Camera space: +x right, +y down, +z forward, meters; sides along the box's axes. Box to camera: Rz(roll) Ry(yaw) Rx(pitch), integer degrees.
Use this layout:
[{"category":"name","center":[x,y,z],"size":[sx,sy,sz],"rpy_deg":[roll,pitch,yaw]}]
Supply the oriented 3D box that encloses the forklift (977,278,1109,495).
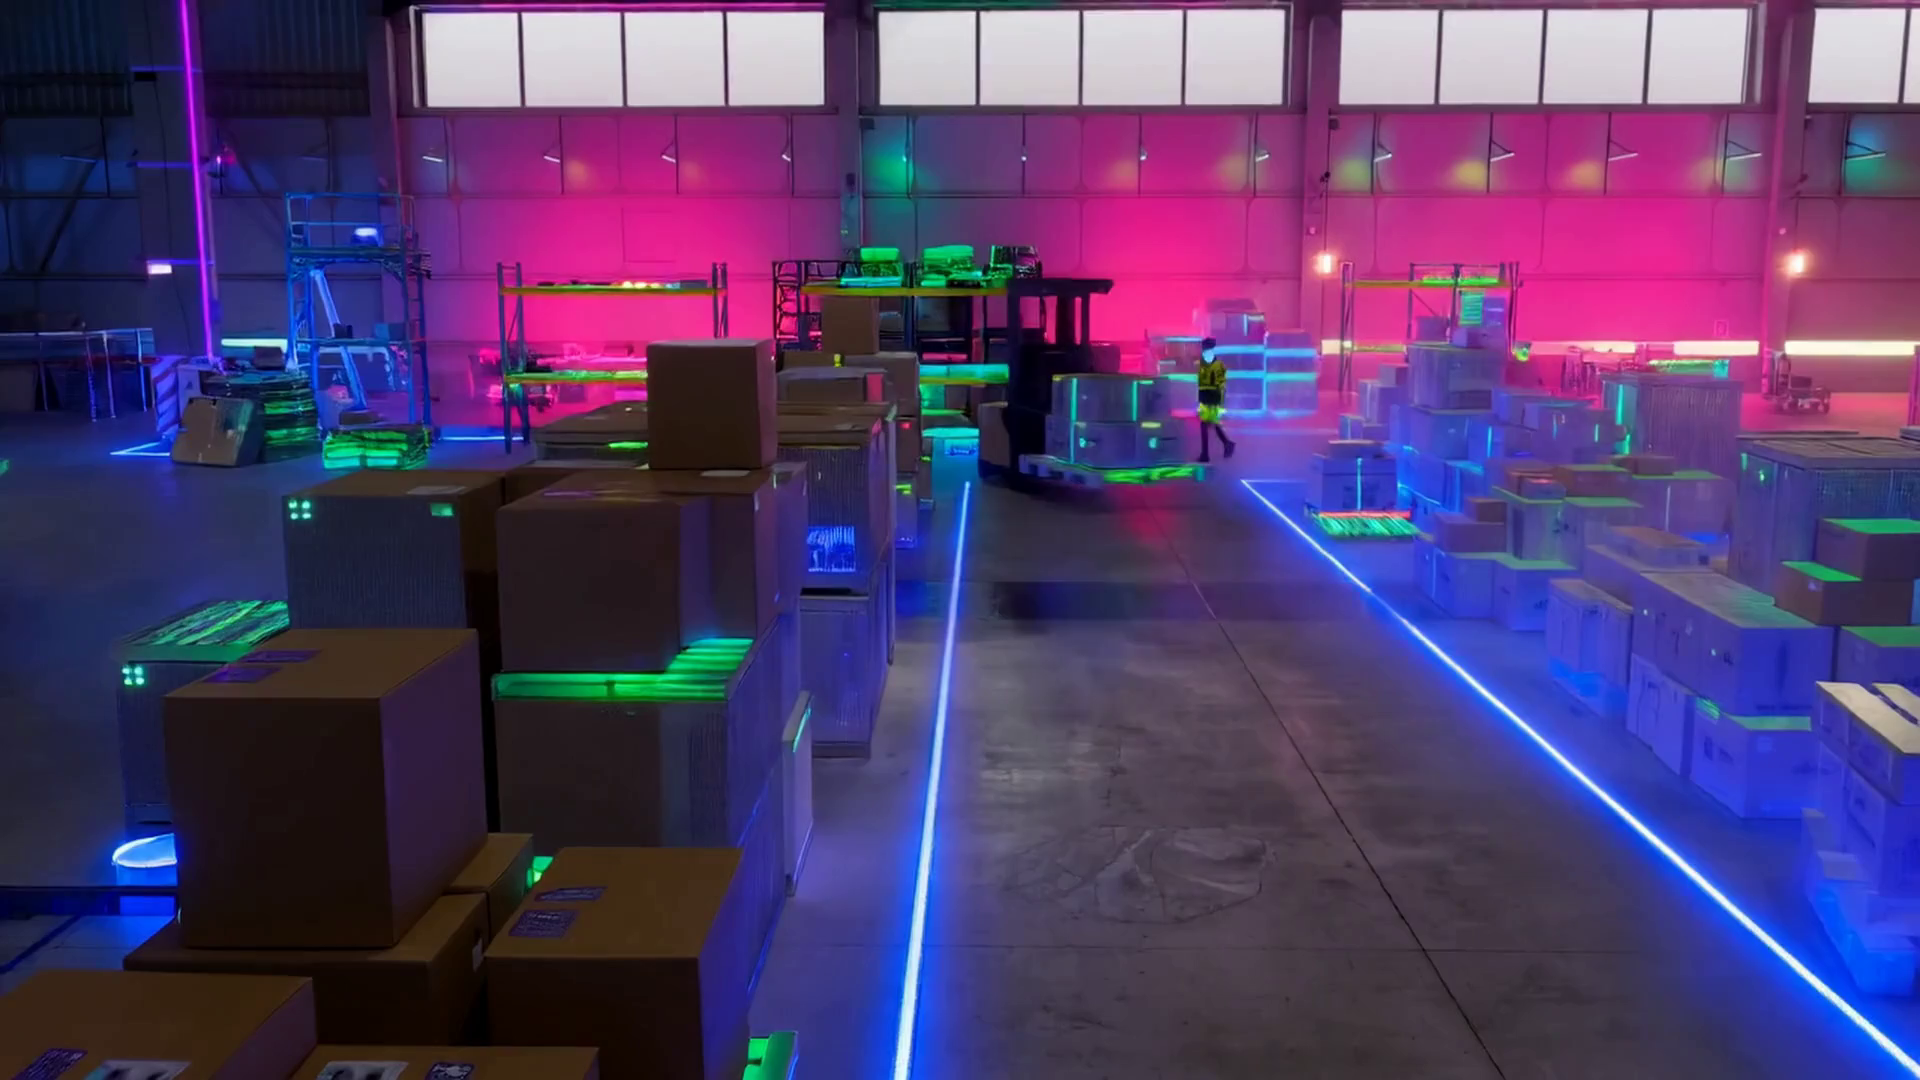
[{"category":"forklift","center":[1.072,-2.121,22.343],"size":[1.129,2.768,1.873],"rpy_deg":[-4,10,-24]}]

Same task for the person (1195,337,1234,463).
[{"category":"person","center":[3.834,-2.112,25.156],"size":[0.577,1.925,0.547],"rpy_deg":[-7,12,-37]}]

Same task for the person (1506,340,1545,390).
[{"category":"person","center":[8.393,-2.021,24.713],"size":[0.632,1.884,0.990],"rpy_deg":[-3,10,-19]}]
